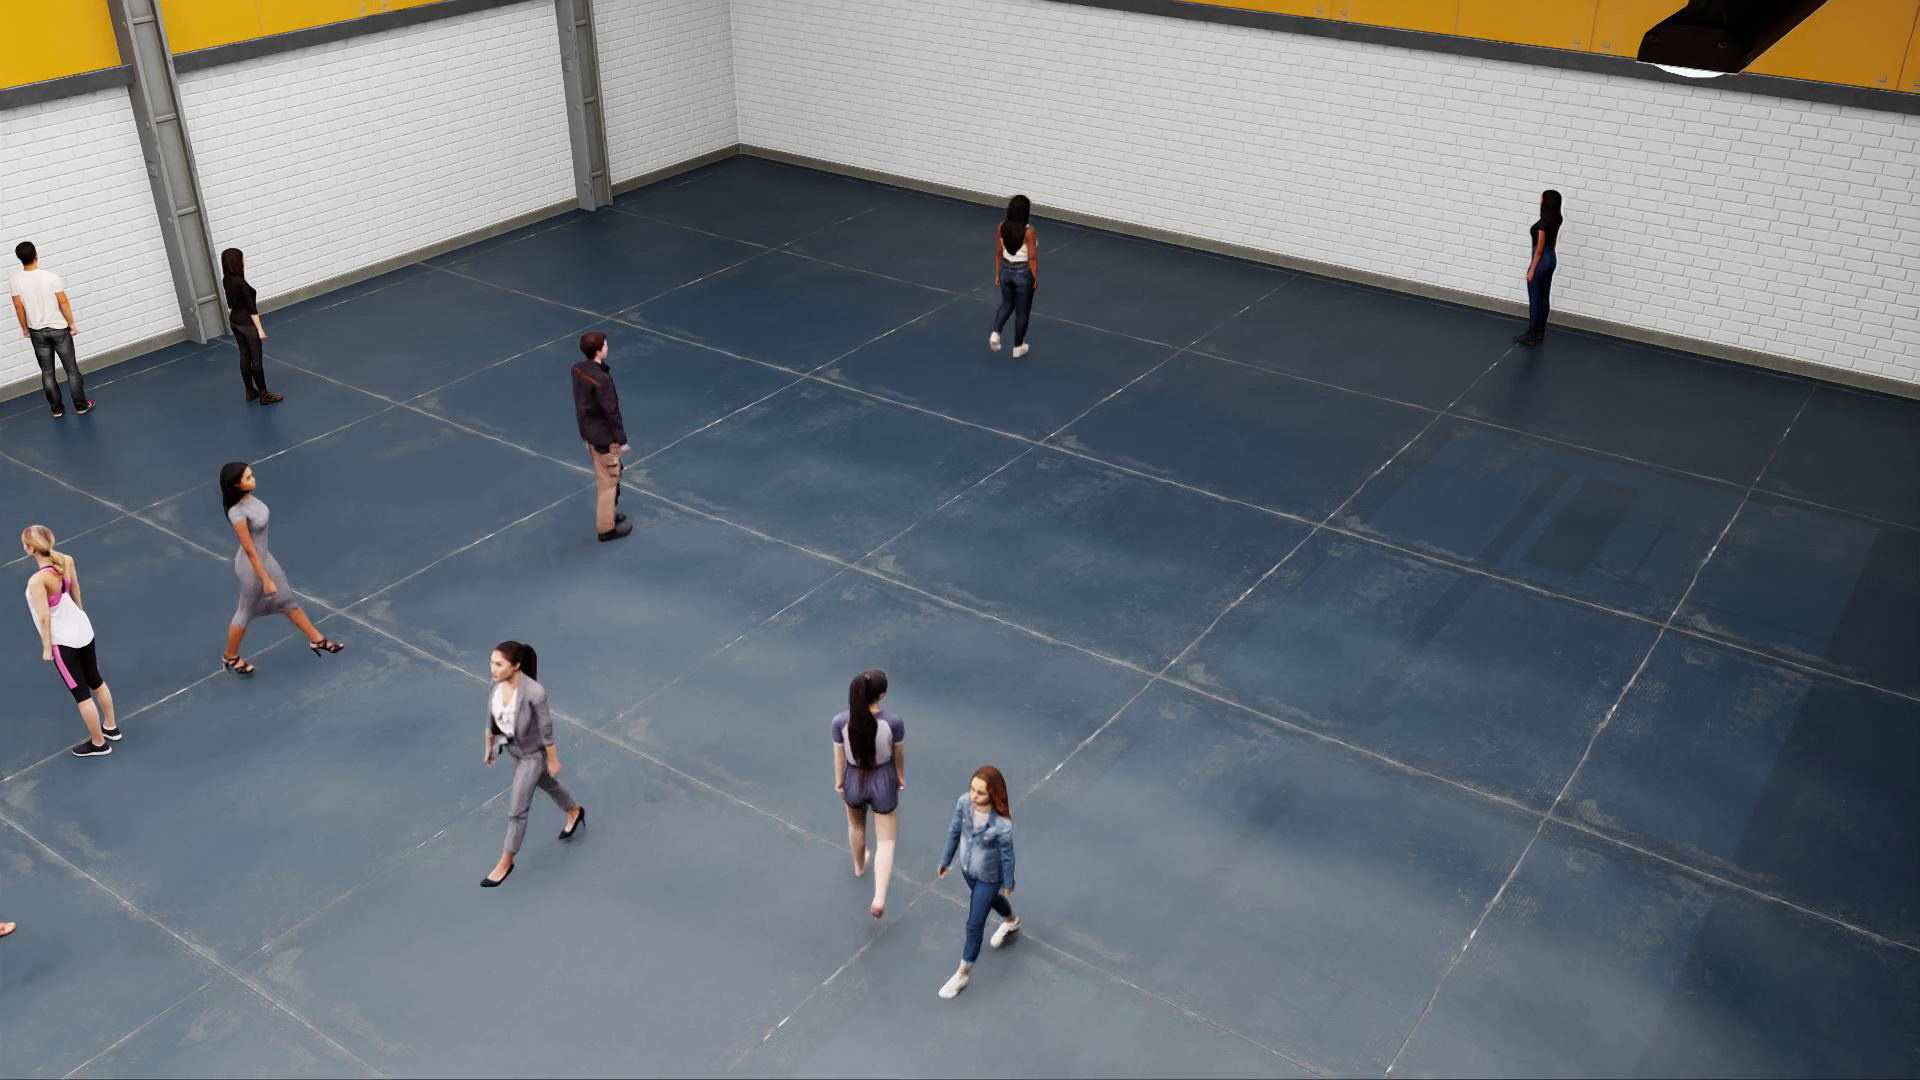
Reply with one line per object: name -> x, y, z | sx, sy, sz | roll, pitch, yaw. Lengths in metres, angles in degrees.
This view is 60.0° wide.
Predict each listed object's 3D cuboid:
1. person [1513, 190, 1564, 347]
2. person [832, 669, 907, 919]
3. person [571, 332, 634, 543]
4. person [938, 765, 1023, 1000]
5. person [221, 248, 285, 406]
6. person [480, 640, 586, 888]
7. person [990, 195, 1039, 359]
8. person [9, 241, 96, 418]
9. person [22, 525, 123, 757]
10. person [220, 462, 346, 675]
person -> 6.439, -3.020, 18.392 | 0.530, 1.738, 0.674 | -24, 37, -37
person -> -0.541, 1.558, 10.118 | 0.891, 1.624, 1.054 | 1, 29, 2
person -> -3.147, -0.858, 14.244 | 0.754, 1.914, 0.784 | -23, 36, -35
person -> 0.179, 1.894, 9.691 | 1.045, 1.443, 0.705 | -25, 37, -37
person -> -7.290, -2.181, 16.954 | 0.567, 1.642, 0.491 | 18, 33, 29
person -> -2.672, 1.339, 10.526 | 0.668, 1.618, 1.114 | 21, 35, 33
person -> 0.565, -2.808, 17.937 | 0.622, 1.802, 0.767 | 19, 34, 31
person -> -9.148, -2.120, 16.673 | 0.694, 1.803, 0.776 | -7, 29, -13
person -> -6.169, 0.689, 11.540 | 0.741, 1.788, 0.622 | 3, 29, 5
person -> -5.337, 0.265, 12.380 | 1.158, 1.728, 1.090 | -5, 29, -9
